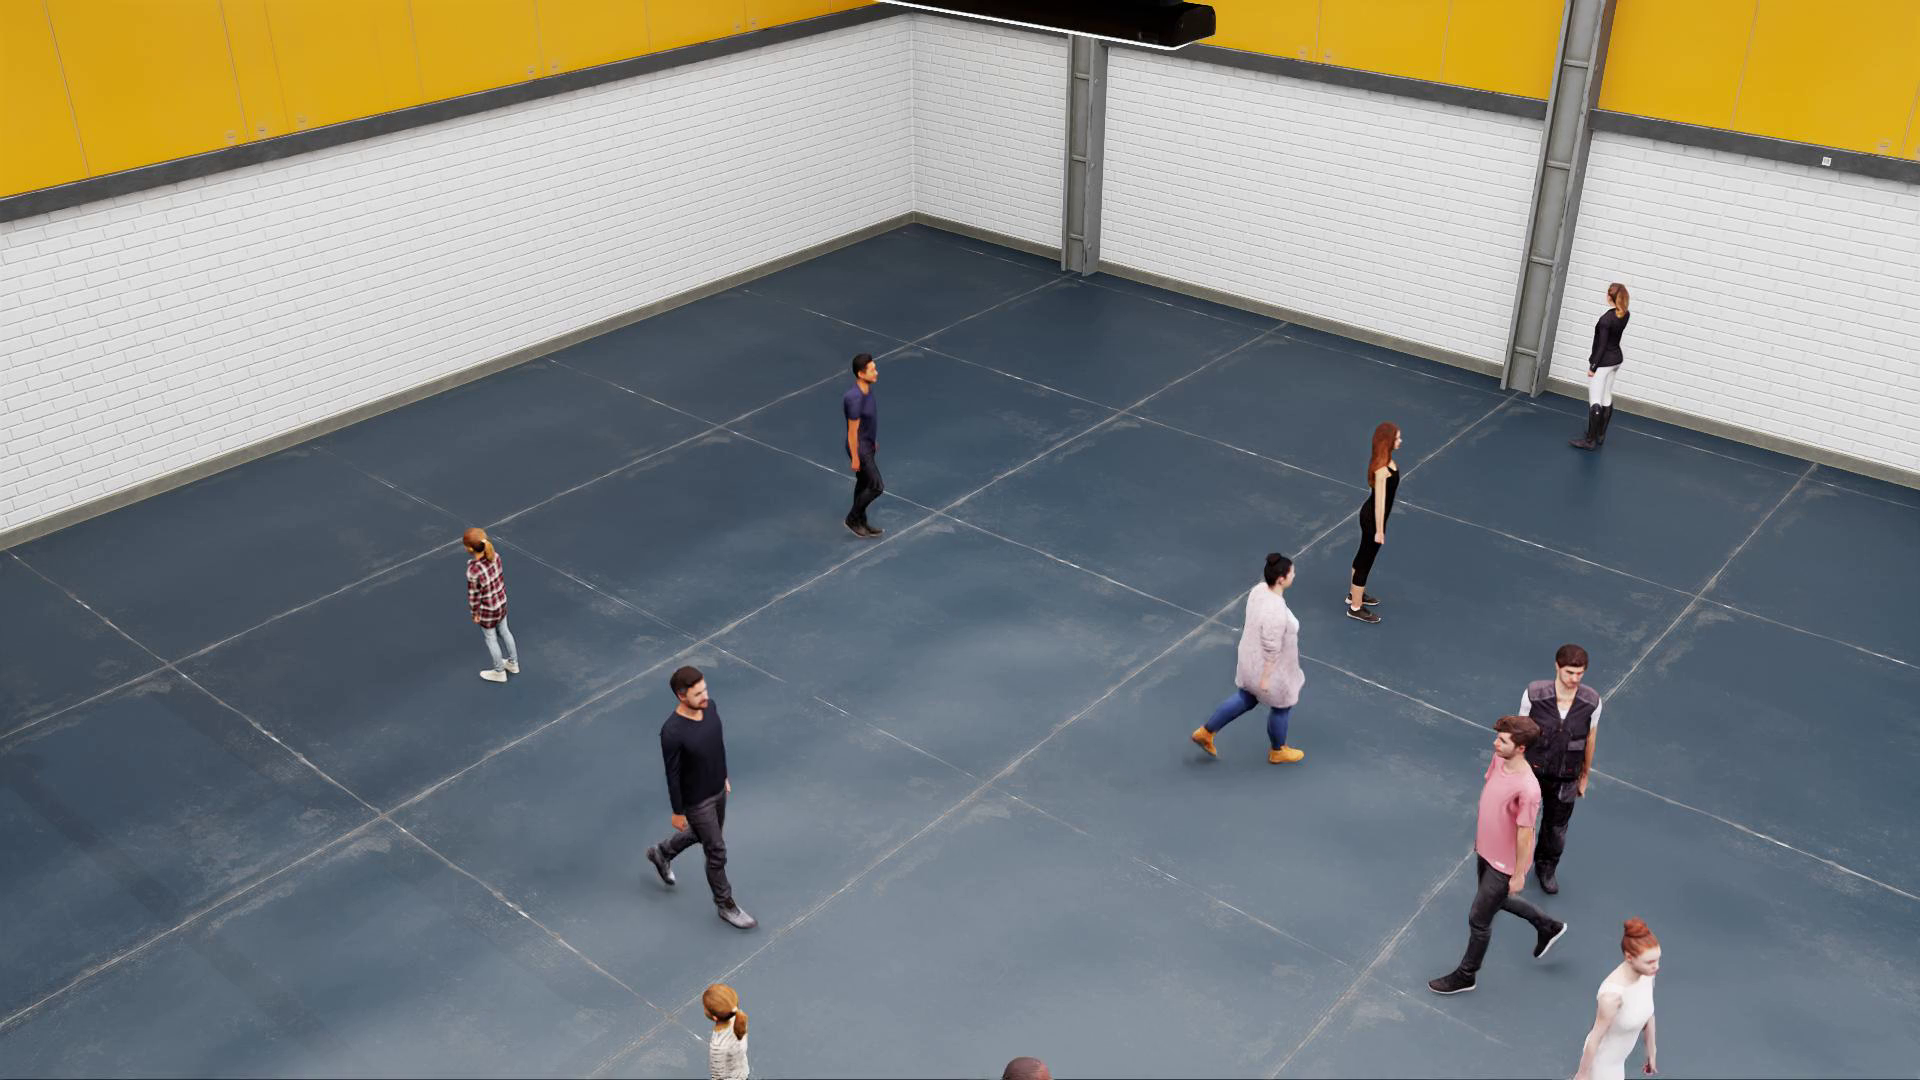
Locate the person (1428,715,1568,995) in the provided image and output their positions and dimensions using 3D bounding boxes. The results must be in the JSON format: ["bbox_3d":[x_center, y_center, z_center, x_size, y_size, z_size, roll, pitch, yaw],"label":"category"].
[{"bbox_3d":[3.267,1.846,9.729,1.133,1.934,1.114,-4,29,-8],"label":"person"}]

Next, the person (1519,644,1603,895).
[{"bbox_3d":[3.730,1.448,10.555,0.692,1.843,0.806,6,29,11],"label":"person"}]

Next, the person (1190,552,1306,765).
[{"bbox_3d":[2.065,0.872,11.746,1.156,1.714,1.106,-4,29,-7],"label":"person"}]

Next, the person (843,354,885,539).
[{"bbox_3d":[-0.948,-0.824,14.779,0.797,1.786,0.778,5,29,9],"label":"person"}]

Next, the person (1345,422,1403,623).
[{"bbox_3d":[3.399,-0.175,13.653,0.659,1.725,0.653,6,29,11],"label":"person"}]

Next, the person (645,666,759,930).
[{"bbox_3d":[-1.676,1.562,10.345,1.179,1.844,0.819,14,32,24],"label":"person"}]

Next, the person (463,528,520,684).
[{"bbox_3d":[-3.629,0.497,12.864,0.541,1.302,0.559,14,31,24],"label":"person"}]

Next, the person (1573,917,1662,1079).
[{"bbox_3d":[3.215,2.611,8.494,0.666,1.774,0.809,-23,36,-36],"label":"person"}]

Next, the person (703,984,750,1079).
[{"bbox_3d":[-1.125,2.812,8.615,0.793,1.306,0.638,9,30,15],"label":"person"}]

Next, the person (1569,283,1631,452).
[{"bbox_3d":[6.389,-1.726,16.493,0.604,1.729,0.585,-22,35,-34],"label":"person"}]
